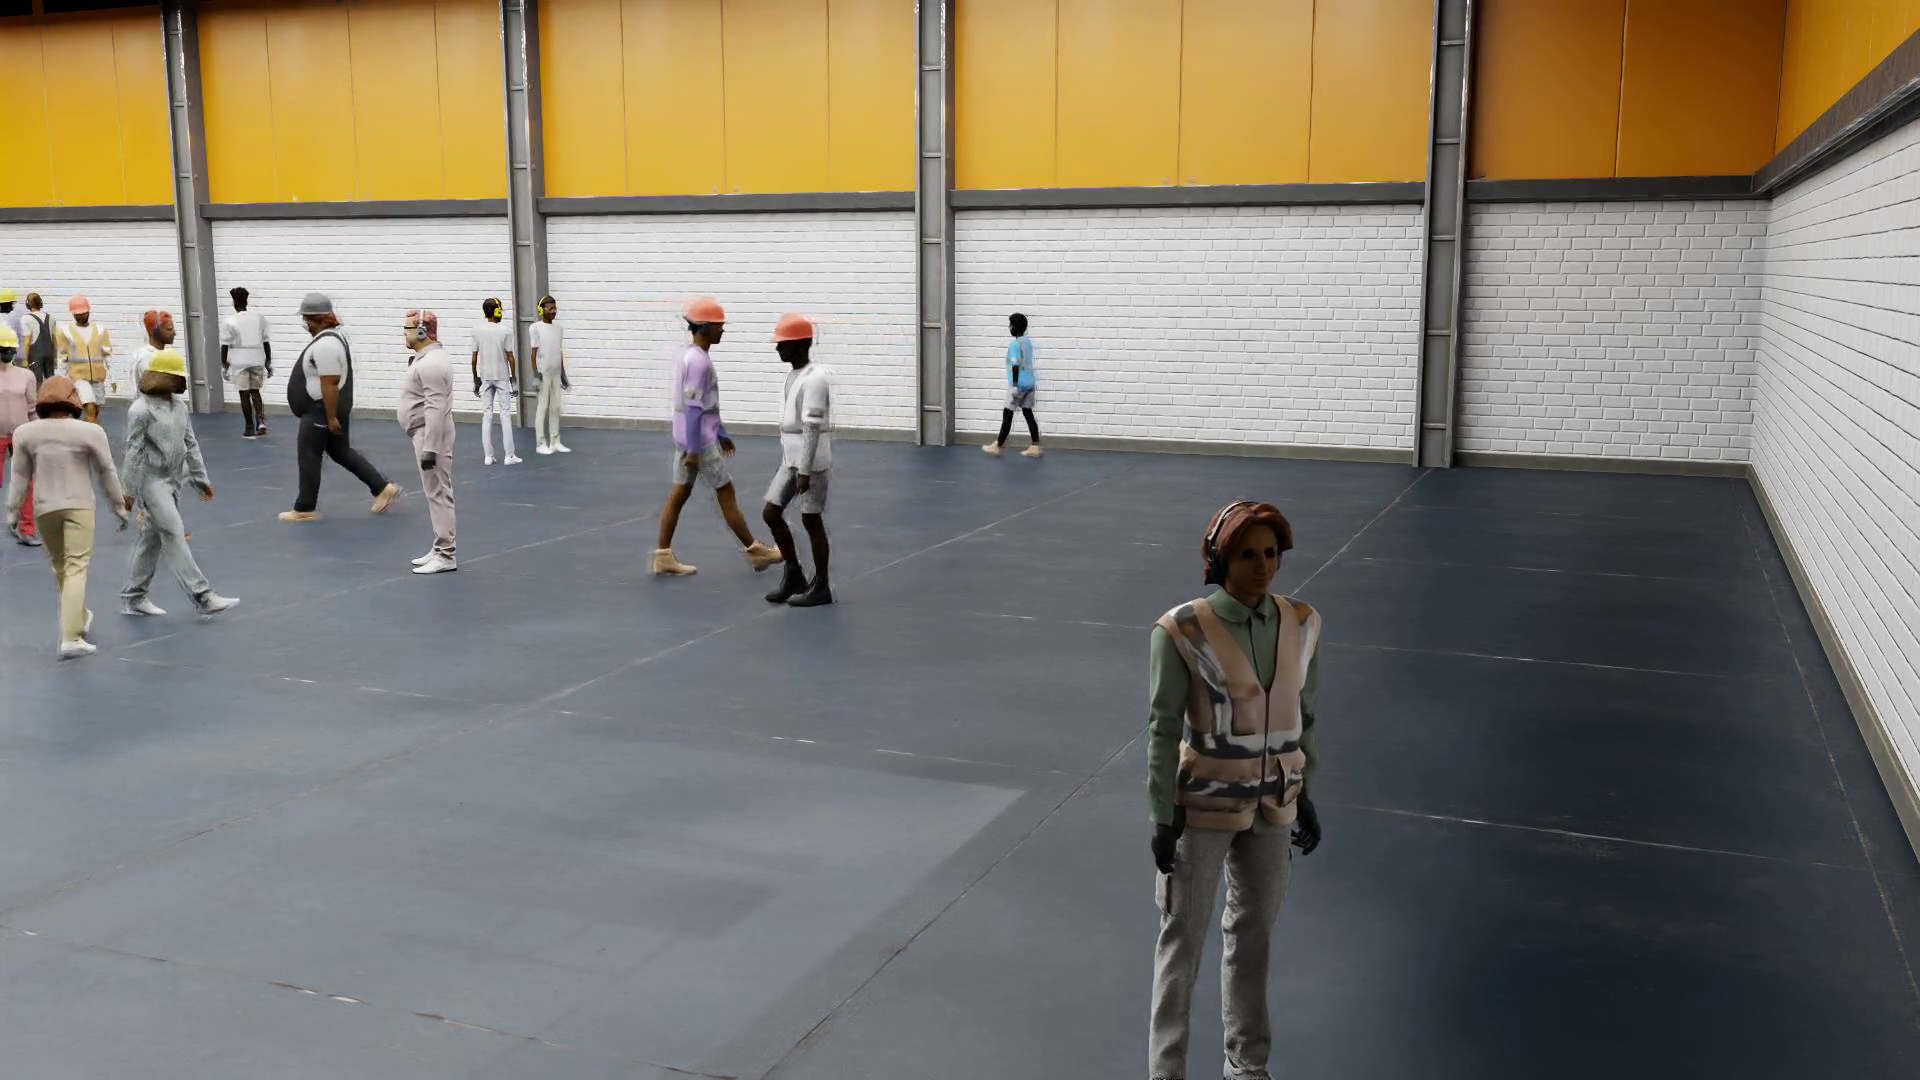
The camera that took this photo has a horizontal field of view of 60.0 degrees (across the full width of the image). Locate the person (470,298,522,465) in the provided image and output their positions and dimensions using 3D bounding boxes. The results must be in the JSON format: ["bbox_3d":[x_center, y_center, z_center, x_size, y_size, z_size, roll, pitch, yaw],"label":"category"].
[{"bbox_3d":[-5.195,-1.767,18.589,0.520,1.864,0.333,1,9,6],"label":"person"}]

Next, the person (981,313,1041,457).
[{"bbox_3d":[0.632,-1.789,19.293,0.710,1.660,0.549,5,10,26],"label":"person"}]

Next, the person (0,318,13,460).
[{"bbox_3d":[-10.845,-1.798,18.589,0.439,1.926,0.678,4,10,20],"label":"person"}]

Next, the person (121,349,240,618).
[{"bbox_3d":[-4.907,-0.343,10.431,0.897,1.692,0.501,1,9,8],"label":"person"}]

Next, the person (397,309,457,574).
[{"bbox_3d":[-3.863,-0.713,12.065,0.403,1.911,0.637,-3,10,-15],"label":"person"}]

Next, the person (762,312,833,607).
[{"bbox_3d":[-1.066,-0.501,10.750,0.551,1.920,0.557,-6,11,-30],"label":"person"}]

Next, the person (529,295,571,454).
[{"bbox_3d":[-4.853,-1.950,19.677,0.311,1.868,0.530,6,11,32],"label":"person"}]

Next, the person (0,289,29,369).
[{"bbox_3d":[-13.951,-2.769,24.636,0.938,1.870,0.600,-5,11,-29],"label":"person"}]

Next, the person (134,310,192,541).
[{"bbox_3d":[-6.391,-0.905,13.338,0.410,1.871,0.619,-2,10,-14],"label":"person"}]

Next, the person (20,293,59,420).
[{"bbox_3d":[-12.915,-2.544,23.351,0.330,1.842,0.519,4,10,25],"label":"person"}]

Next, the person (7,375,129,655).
[{"bbox_3d":[-5.175,-0.158,9.667,0.579,1.582,0.872,-1,9,-8],"label":"person"}]

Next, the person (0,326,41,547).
[{"bbox_3d":[-7.583,-0.826,13.194,0.613,1.748,0.541,8,12,39],"label":"person"}]

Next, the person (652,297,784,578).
[{"bbox_3d":[-1.730,-0.723,11.851,1.055,1.988,0.609,-3,10,-17],"label":"person"}]

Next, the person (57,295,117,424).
[{"bbox_3d":[-10.189,-1.913,19.388,0.554,1.902,0.915,-9,13,-42],"label":"person"}]

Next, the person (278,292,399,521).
[{"bbox_3d":[-5.476,-1.189,14.549,0.921,2.000,0.683,-2,10,-10],"label":"person"}]

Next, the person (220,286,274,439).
[{"bbox_3d":[-9.153,-2.264,21.321,0.424,1.951,0.644,9,13,43],"label":"person"}]

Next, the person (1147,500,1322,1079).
[{"bbox_3d":[0.702,0.707,4.269,0.517,1.639,0.314,-4,10,-24],"label":"person"}]
